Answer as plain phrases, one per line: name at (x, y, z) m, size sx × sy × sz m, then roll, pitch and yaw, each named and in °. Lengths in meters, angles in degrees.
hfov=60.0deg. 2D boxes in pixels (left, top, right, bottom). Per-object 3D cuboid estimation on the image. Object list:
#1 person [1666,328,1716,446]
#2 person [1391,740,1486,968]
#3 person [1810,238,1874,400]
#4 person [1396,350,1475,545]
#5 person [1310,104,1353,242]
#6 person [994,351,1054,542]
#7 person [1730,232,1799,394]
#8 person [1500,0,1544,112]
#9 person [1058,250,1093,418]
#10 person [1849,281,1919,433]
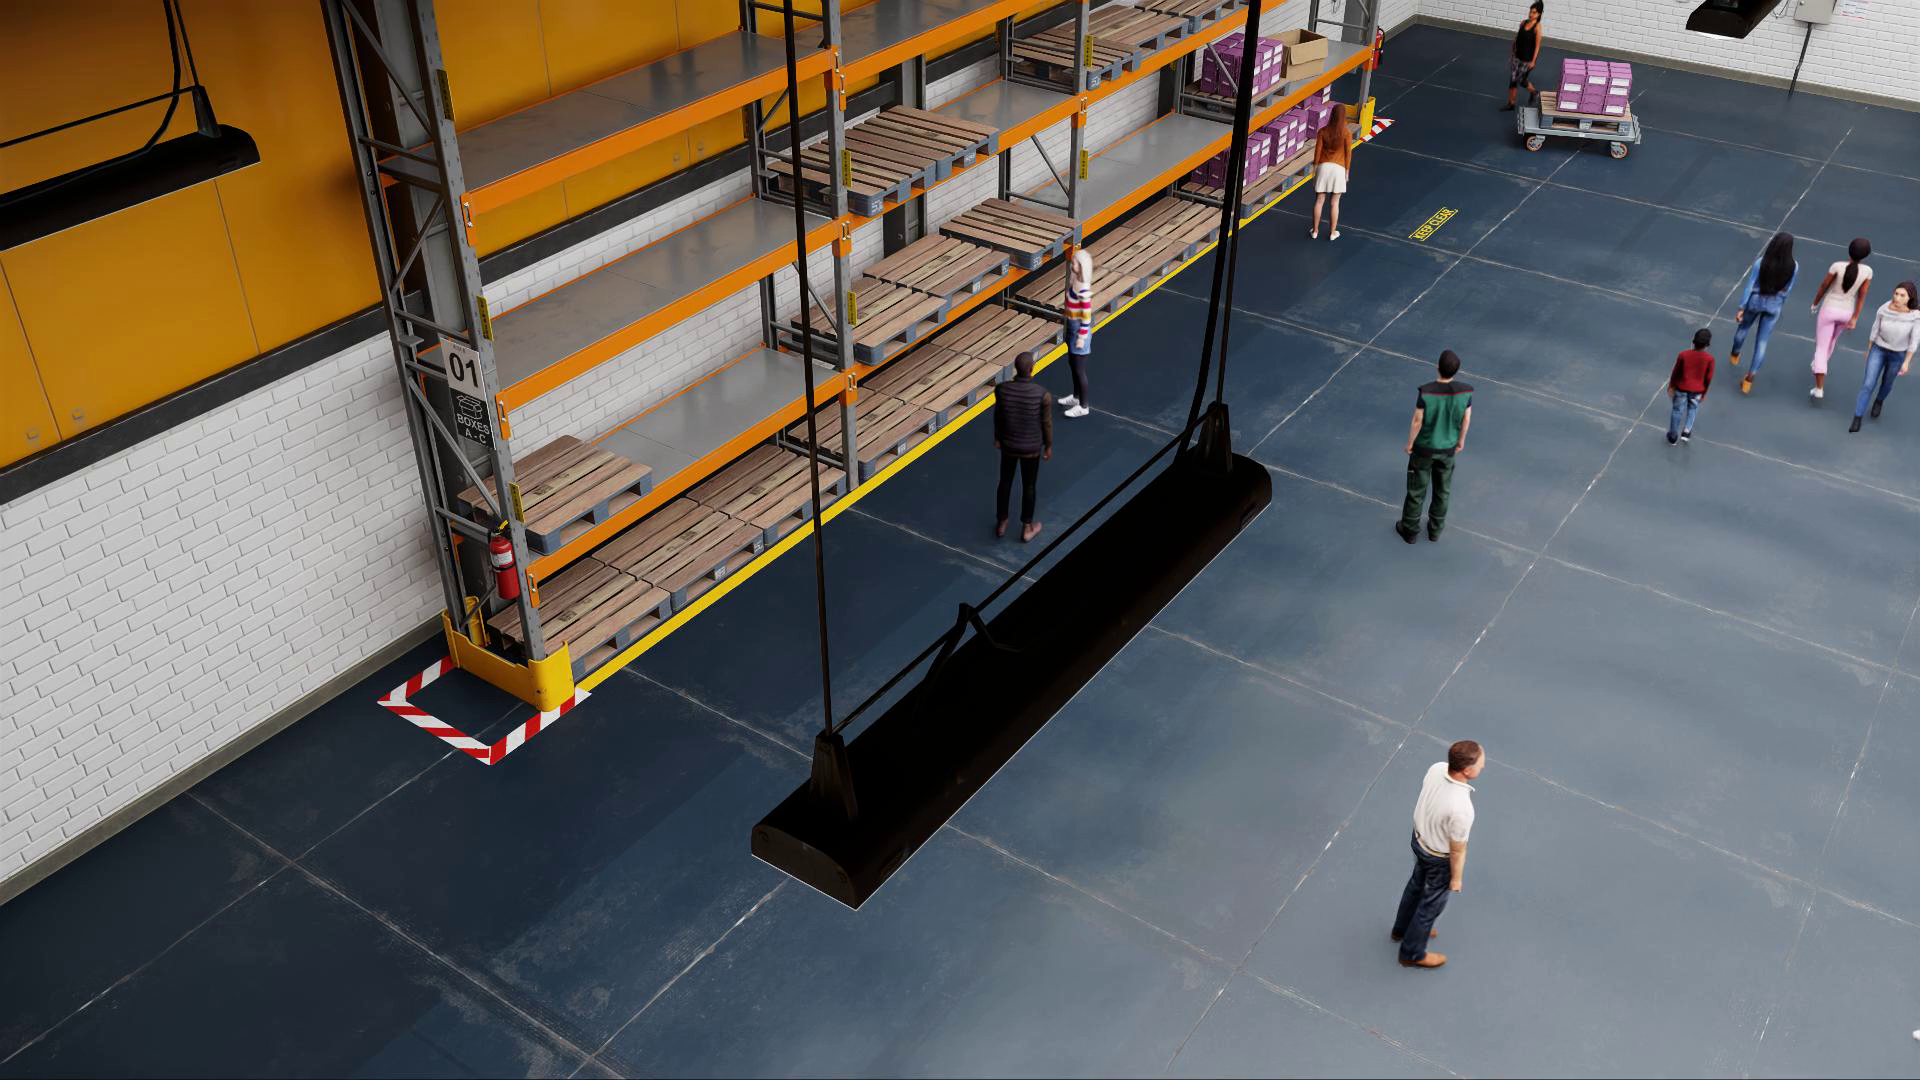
person at (7.229, -1.488, 16.477) m, size 0.566 × 1.247 × 0.571 m, roll 9°, pitch 35°, yaw 13°
person at (3.039, 2.000, 10.687) m, size 0.816 × 1.846 × 0.740 m, roll -3°, pitch 34°, yaw -4°
person at (9.083, -2.280, 17.260) m, size 0.886 × 1.698 × 1.211 m, roll 7°, pitch 34°, yaw 10°
person at (4.256, -0.837, 14.907) m, size 0.764 × 1.901 × 0.799 m, roll -2°, pitch 34°, yaw -4°
person at (4.616, -4.580, 20.698) m, size 0.677 × 1.723 × 0.663 m, roll 10°, pitch 35°, yaw 15°
person at (0.539, -0.846, 14.984) m, size 0.768 × 1.830 × 0.691 m, roll 10°, pitch 35°, yaw 15°
person at (8.392, -2.340, 17.368) m, size 0.836 × 1.678 × 1.163 m, roll 11°, pitch 35°, yaw 16°
person at (8.432, -7.163, 24.648) m, size 0.921 × 1.653 × 0.819 m, roll -14°, pitch 36°, yaw -20°
person at (1.210, -2.109, 16.903) m, size 0.756 × 1.808 × 0.697 m, roll -6°, pitch 34°, yaw -8°
person at (9.371, -1.867, 16.748) m, size 0.626 × 1.577 × 1.061 m, roll 22°, pitch 39°, yaw 29°
